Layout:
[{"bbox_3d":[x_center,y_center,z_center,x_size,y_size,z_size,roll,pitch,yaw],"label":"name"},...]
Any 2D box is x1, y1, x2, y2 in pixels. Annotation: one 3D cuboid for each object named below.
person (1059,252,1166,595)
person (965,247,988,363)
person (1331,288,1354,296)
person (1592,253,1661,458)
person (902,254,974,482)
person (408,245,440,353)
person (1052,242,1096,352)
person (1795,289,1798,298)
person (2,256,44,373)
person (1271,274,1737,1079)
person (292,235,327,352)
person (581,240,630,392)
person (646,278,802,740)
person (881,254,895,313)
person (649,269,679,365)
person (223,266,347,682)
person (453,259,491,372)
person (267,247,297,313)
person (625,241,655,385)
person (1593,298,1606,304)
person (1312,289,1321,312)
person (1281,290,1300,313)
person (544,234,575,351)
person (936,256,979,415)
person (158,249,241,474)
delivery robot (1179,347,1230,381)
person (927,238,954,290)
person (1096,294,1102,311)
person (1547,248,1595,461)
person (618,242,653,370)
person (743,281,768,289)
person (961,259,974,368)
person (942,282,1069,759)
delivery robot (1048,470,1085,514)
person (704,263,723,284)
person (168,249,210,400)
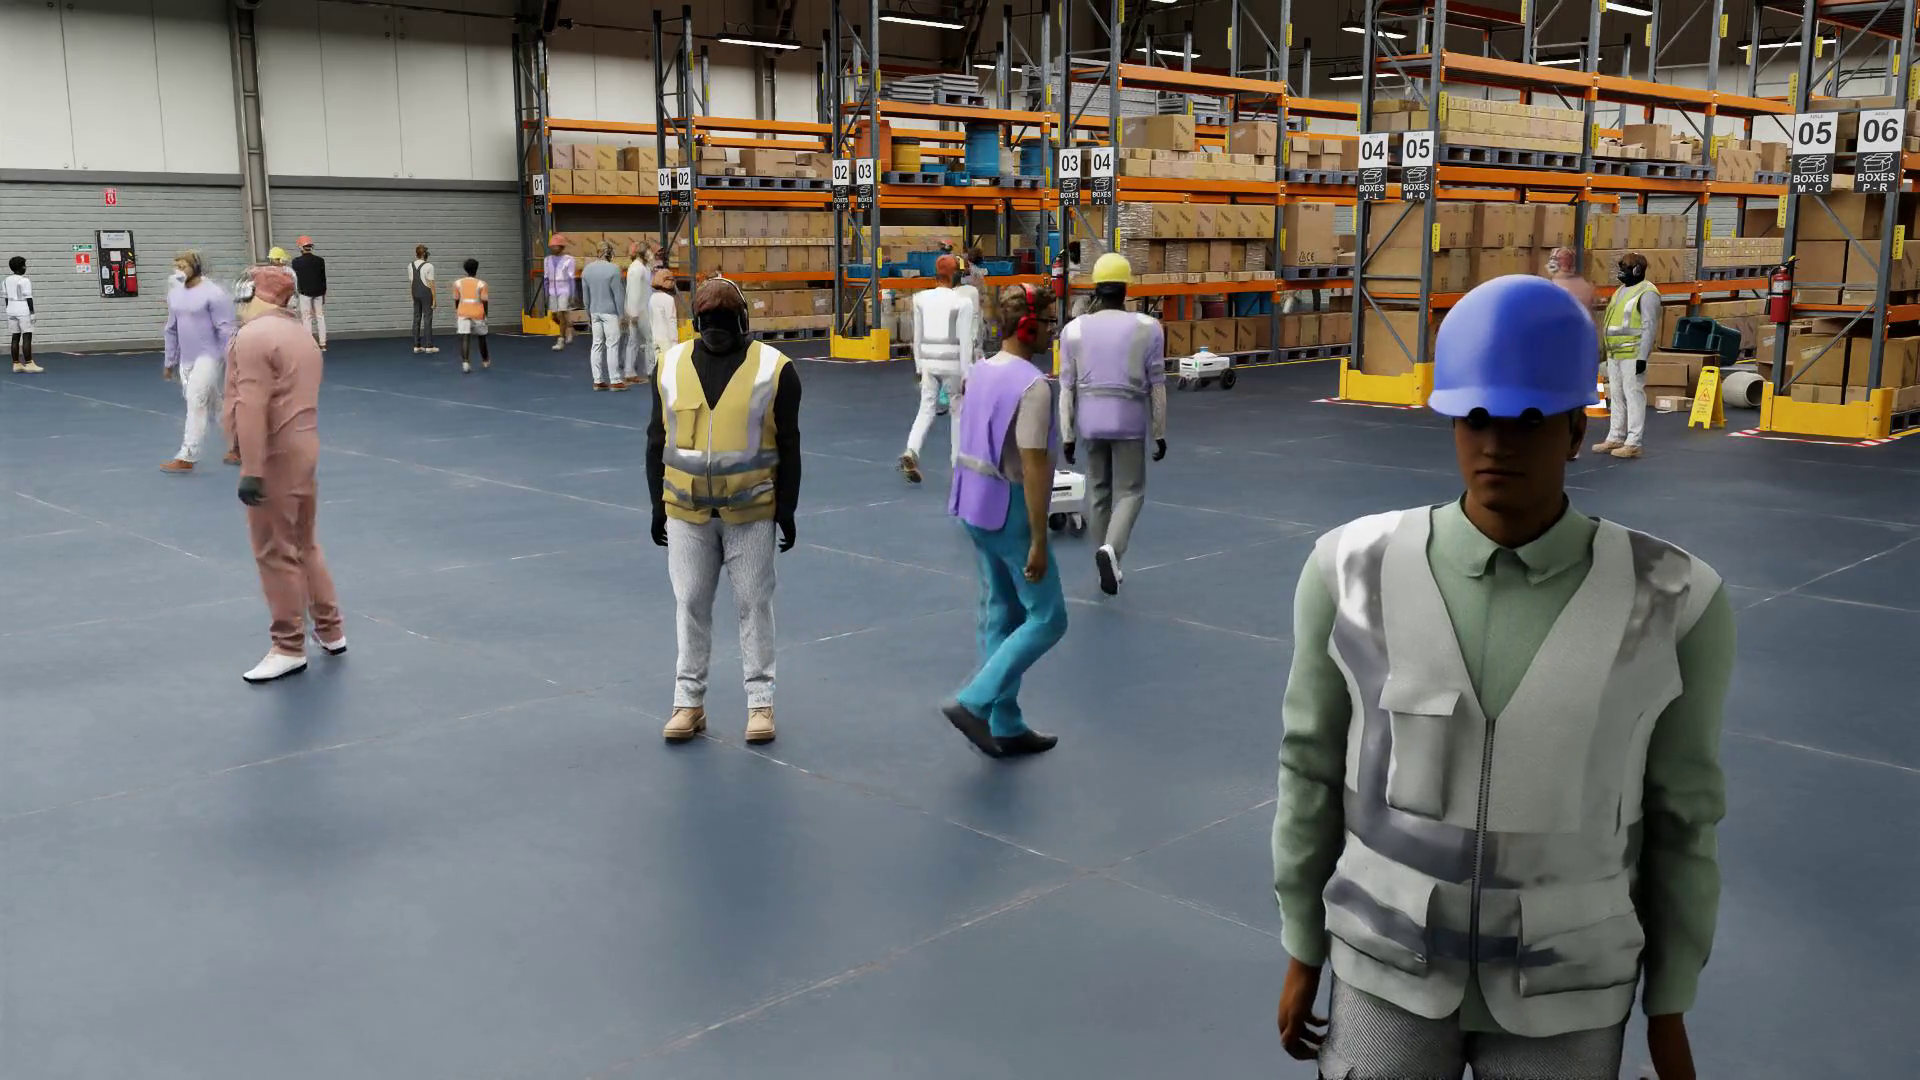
[{"bbox_3d":[0.833,-0.634,9.247,0.597,1.912,0.711,4,11,20],"label":"person"},{"bbox_3d":[0.122,-3.713,26.253,0.719,1.825,0.642,1,10,5],"label":"person"},{"bbox_3d":[7.915,-5.269,34.285,0.386,1.992,0.625,-10,14,-44],"label":"person"},{"bbox_3d":[6.079,-1.687,15.170,0.429,1.843,0.633,-1,10,-8],"label":"person"},{"bbox_3d":[-0.175,-1.391,13.516,0.575,1.859,0.843,5,12,26],"label":"person"},{"bbox_3d":[-9.197,-4.130,28.508,0.503,1.840,0.332,3,11,17],"label":"person"},{"bbox_3d":[1.924,-3.936,27.282,1.056,1.904,0.587,-7,12,-33],"label":"person"},{"bbox_3d":[16.582,-5.048,33.282,0.608,1.914,0.416,-6,12,-28],"label":"person"},{"bbox_3d":[-13.780,-3.311,24.415,0.540,1.697,0.318,5,11,23],"label":"person"},{"bbox_3d":[0.743,0.606,2.372,0.605,1.949,0.402,4,11,21],"label":"person"},{"bbox_3d":[-11.218,-4.243,28.687,0.376,1.997,0.612,8,13,37],"label":"person"},{"bbox_3d":[-4.589,-2.898,21.528,0.627,1.934,0.371,5,12,27],"label":"person"},{"bbox_3d":[-0.943,-0.115,6.613,0.621,1.839,0.429,1,10,4],"label":"person"},{"bbox_3d":[-1.384,-4.450,30.776,0.307,1.645,0.519,-9,14,-41],"label":"person"},{"bbox_3d":[-3.257,-2.178,18.411,0.287,1.634,0.497,-8,13,-37],"label":"person"},{"bbox_3d":[-3.153,-0.315,7.664,0.407,1.867,0.727,0,10,-2],"label":"person"},{"bbox_3d":[-7.206,-3.317,24.585,0.540,1.643,0.906,-1,10,-4],"label":"person"},{"bbox_3d":[-10.741,-3.722,26.320,0.621,1.818,0.459,4,11,21],"label":"person"},{"bbox_3d":[-4.198,-3.040,22.326,0.743,1.912,0.655,-2,11,-10],"label":"person"},{"bbox_3d":[11.037,-4.247,29.163,0.596,1.846,0.943,9,14,41],"label":"person"},{"bbox_3d":[8.861,-6.534,41.389,0.392,1.920,0.593,4,11,21],"label":"person"},{"bbox_3d":[6.254,-4.635,31.934,0.888,1.588,0.546,-8,13,-37],"label":"person"},{"bbox_3d":[-7.019,-4.364,29.282,0.614,2.022,0.725,3,11,17],"label":"person"},{"bbox_3d":[-0.048,-2.295,18.686,0.525,1.772,0.309,0,10,2],"label":"person"},{"bbox_3d":[-6.523,-1.549,14.315,0.648,1.890,1.034,5,12,26],"label":"person"},{"bbox_3d":[3.213,-2.295,21.860,0.707,0.478,0.477,-9,13,-40],"label":"delivery robot"},{"bbox_3d":[-0.433,-4.953,32.711,0.461,1.942,0.789,5,12,26],"label":"person"},{"bbox_3d":[3.163,-5.434,35.691,0.590,1.808,0.538,7,12,32],"label":"person"},{"bbox_3d":[5.326,-1.673,14.980,0.644,1.881,0.748,-4,11,-21],"label":"person"},{"bbox_3d":[-4.710,-3.542,25.146,0.922,1.906,0.543,-2,11,-13],"label":"person"},{"bbox_3d":[-4.240,-5.231,34.280,0.559,1.924,0.435,6,12,31],"label":"person"},{"bbox_3d":[0.042,-3.454,25.368,0.282,1.636,0.500,-5,12,-25],"label":"person"},{"bbox_3d":[0.177,-0.054,6.312,0.453,1.830,0.564,-5,11,-25],"label":"person"},{"bbox_3d":[0.478,-0.328,11.130,0.707,0.478,0.477,-5,12,-27],"label":"delivery robot"},{"bbox_3d":[-3.694,-3.262,24.412,0.755,1.606,0.506,3,11,16],"label":"person"},{"bbox_3d":[-9.314,-2.595,20.122,0.518,1.848,0.833,-3,11,-16],"label":"person"}]
